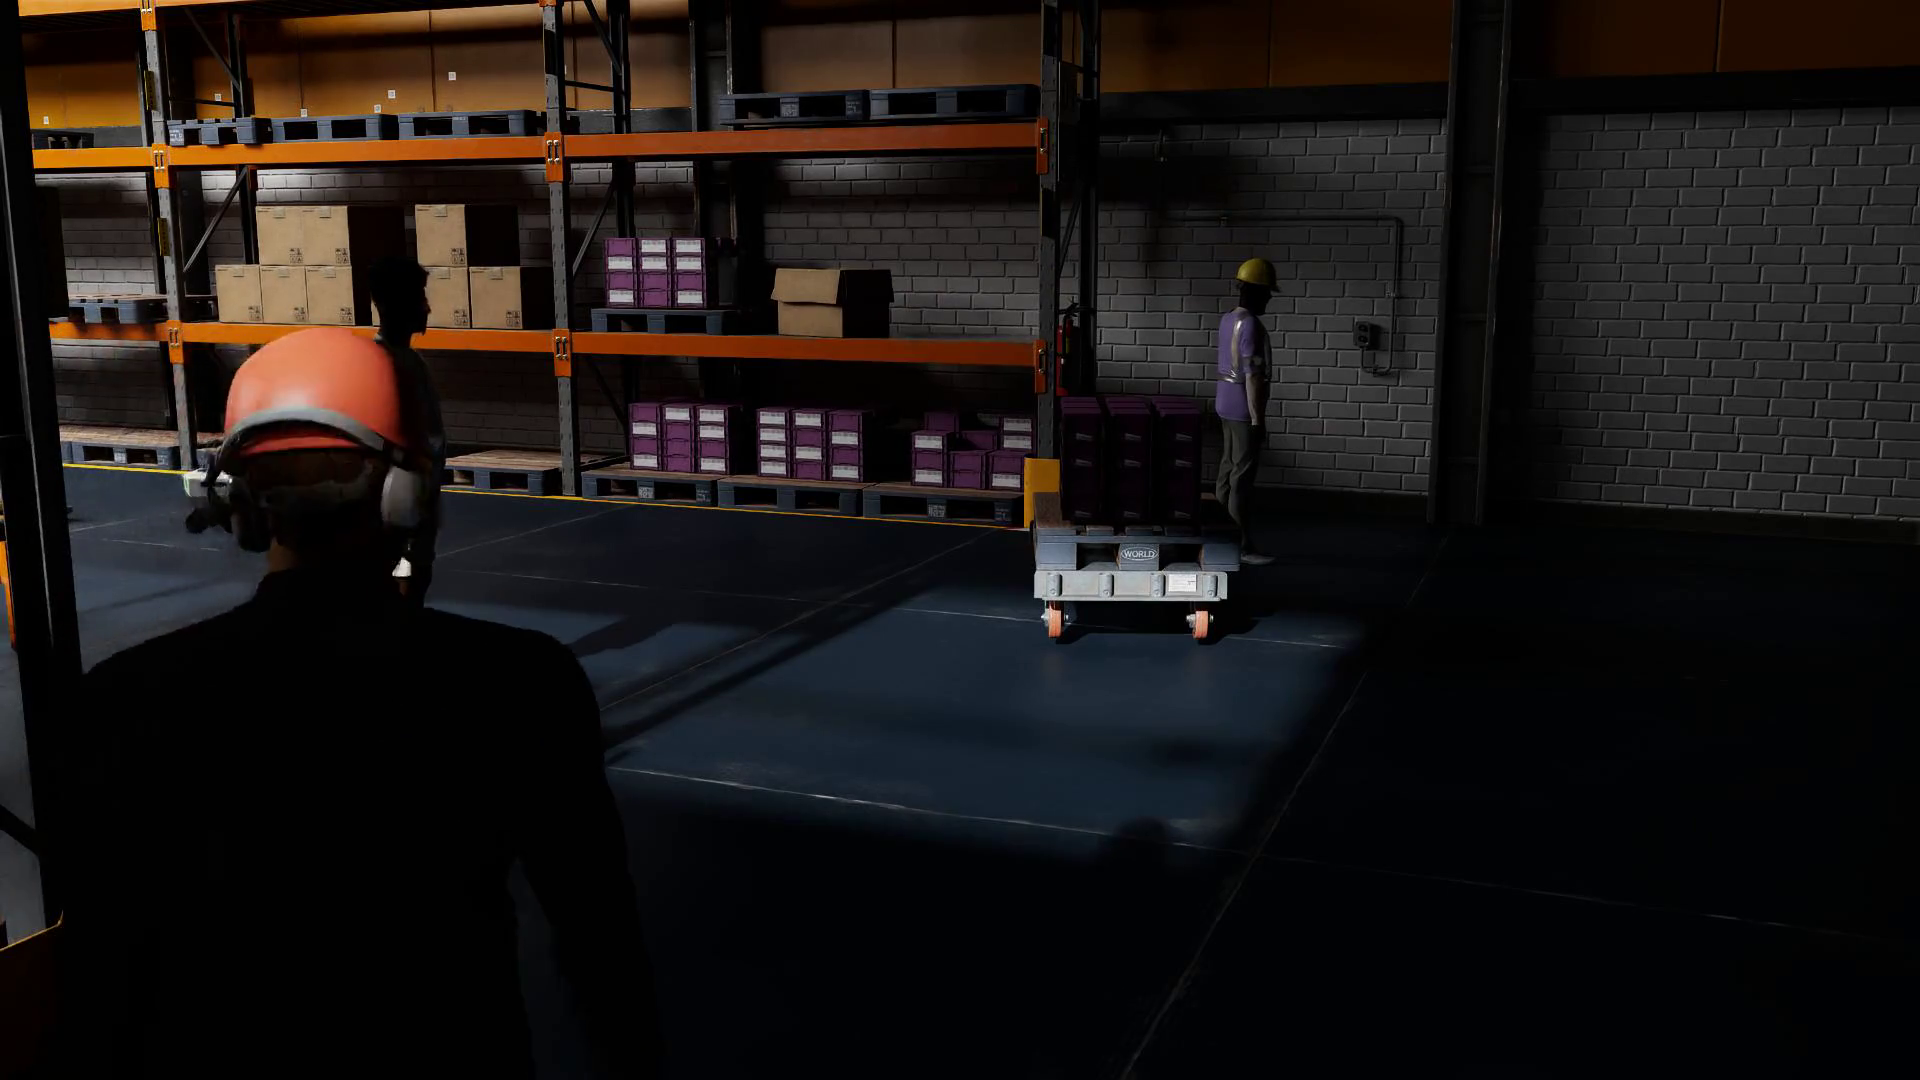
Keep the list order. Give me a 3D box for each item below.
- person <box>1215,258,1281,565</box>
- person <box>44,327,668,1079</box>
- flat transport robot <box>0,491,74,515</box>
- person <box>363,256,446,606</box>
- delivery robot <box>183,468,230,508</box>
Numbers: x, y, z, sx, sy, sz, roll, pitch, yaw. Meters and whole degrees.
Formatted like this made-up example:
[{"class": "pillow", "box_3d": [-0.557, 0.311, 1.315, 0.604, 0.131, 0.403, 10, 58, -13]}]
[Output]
[{"class": "person", "box_3d": [1.809, -0.806, 10.493, 0.381, 1.917, 0.585, -2, 10, -9]}, {"class": "person", "box_3d": [-0.692, 0.725, 1.954, 0.667, 1.932, 1.060, -1, 10, -4]}, {"class": "flat transport robot", "box_3d": [-7.183, -0.218, 11.805, 1.431, 0.197, 0.652, 0, 10, -2]}, {"class": "person", "box_3d": [-2.323, -0.195, 6.986, 0.387, 1.963, 0.675, -1, 10, -3]}, {"class": "delivery robot", "box_3d": [-5.050, -0.386, 11.689, 0.707, 0.478, 0.477, -1, 10, -4]}]
